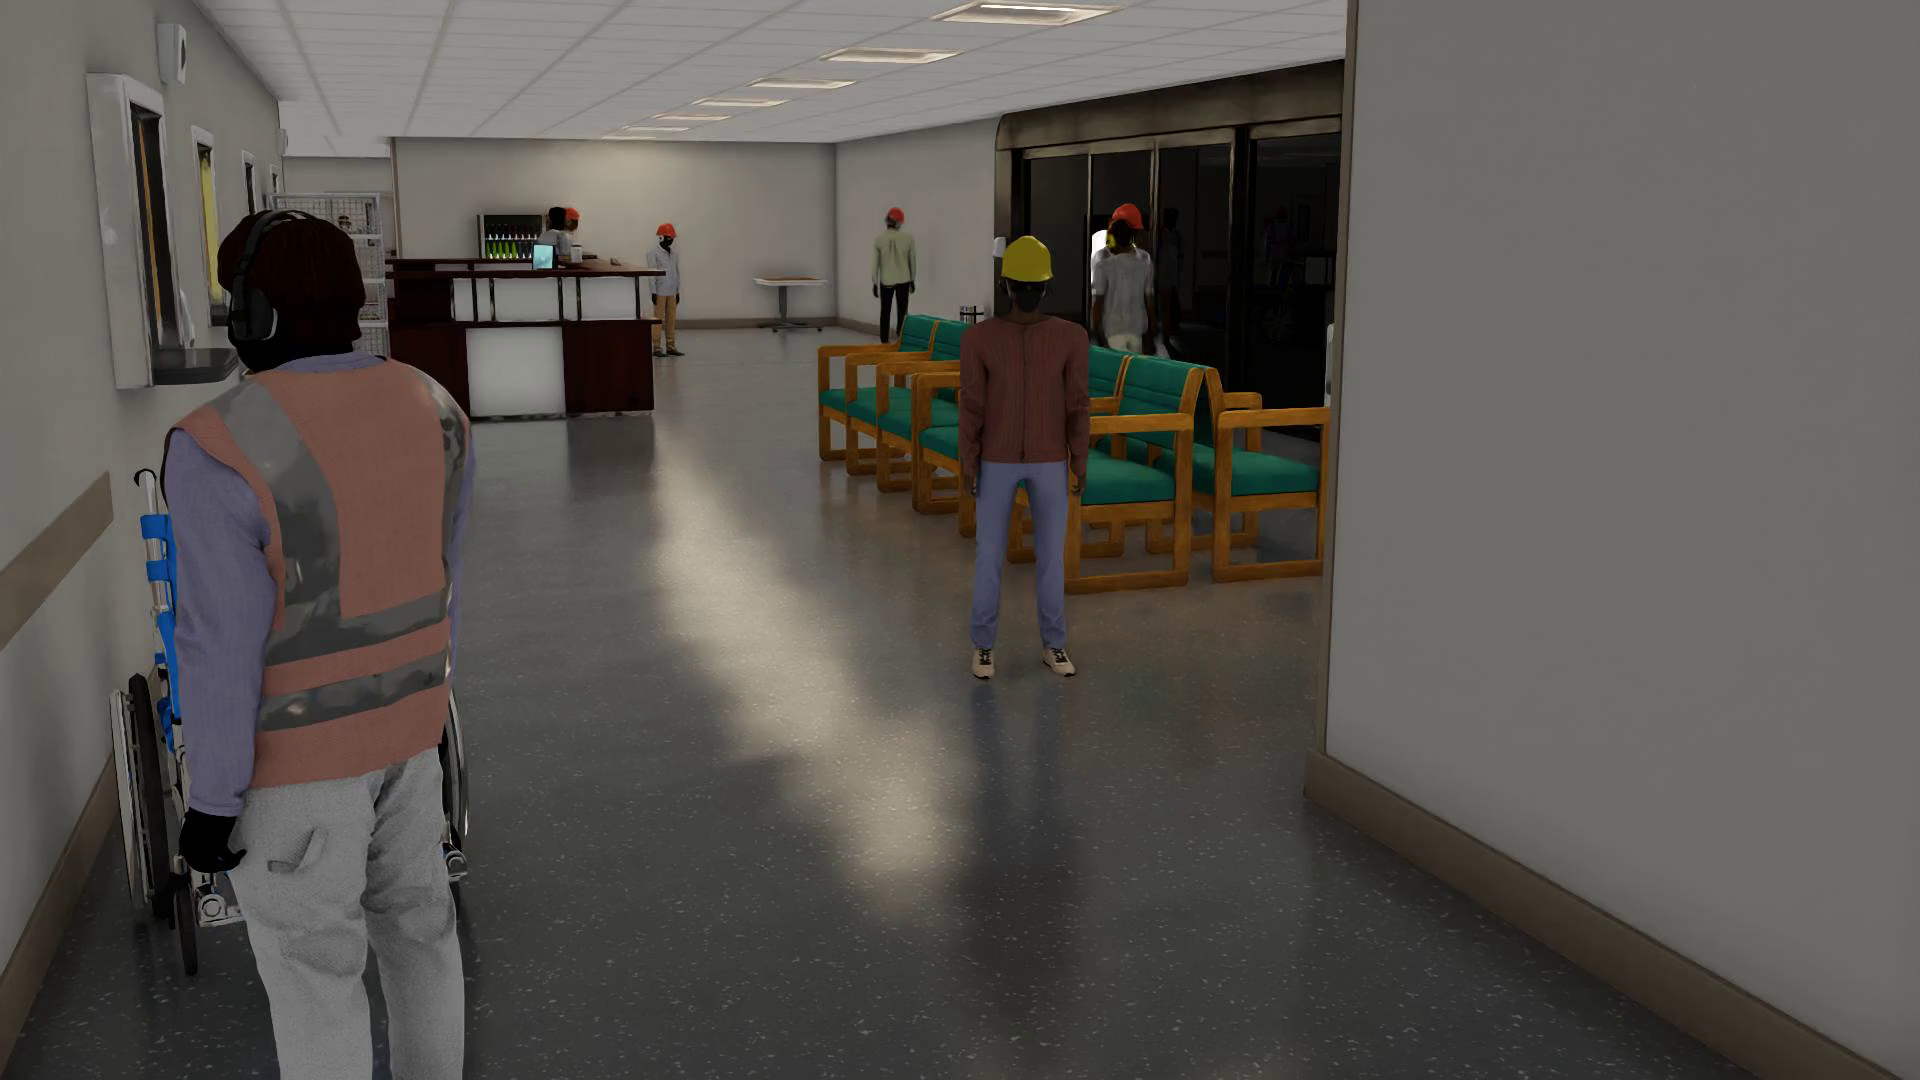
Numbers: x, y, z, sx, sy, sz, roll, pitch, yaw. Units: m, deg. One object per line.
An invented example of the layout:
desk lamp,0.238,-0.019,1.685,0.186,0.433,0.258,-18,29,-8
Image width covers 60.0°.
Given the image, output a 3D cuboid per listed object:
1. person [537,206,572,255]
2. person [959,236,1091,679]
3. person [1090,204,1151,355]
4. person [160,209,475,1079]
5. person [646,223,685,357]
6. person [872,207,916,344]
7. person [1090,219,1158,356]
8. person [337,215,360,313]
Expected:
person,-5.592,-3.653,23.178,0.616,1.964,0.361,7,13,32
person,0.257,-0.310,6.572,0.522,1.758,0.350,-1,11,-5
person,1.304,-1.703,13.281,0.546,1.928,0.388,-6,12,-28
person,-1.122,0.357,2.929,0.429,1.844,0.627,4,12,21
person,-3.841,-3.264,21.757,0.351,1.743,0.564,7,13,32
person,-0.902,-3.581,22.859,0.622,1.982,0.785,0,11,-1
person,1.322,-1.607,13.092,0.539,1.819,0.962,-6,12,-26
person,-11.256,-5.020,30.500,0.345,1.846,0.508,3,12,17
